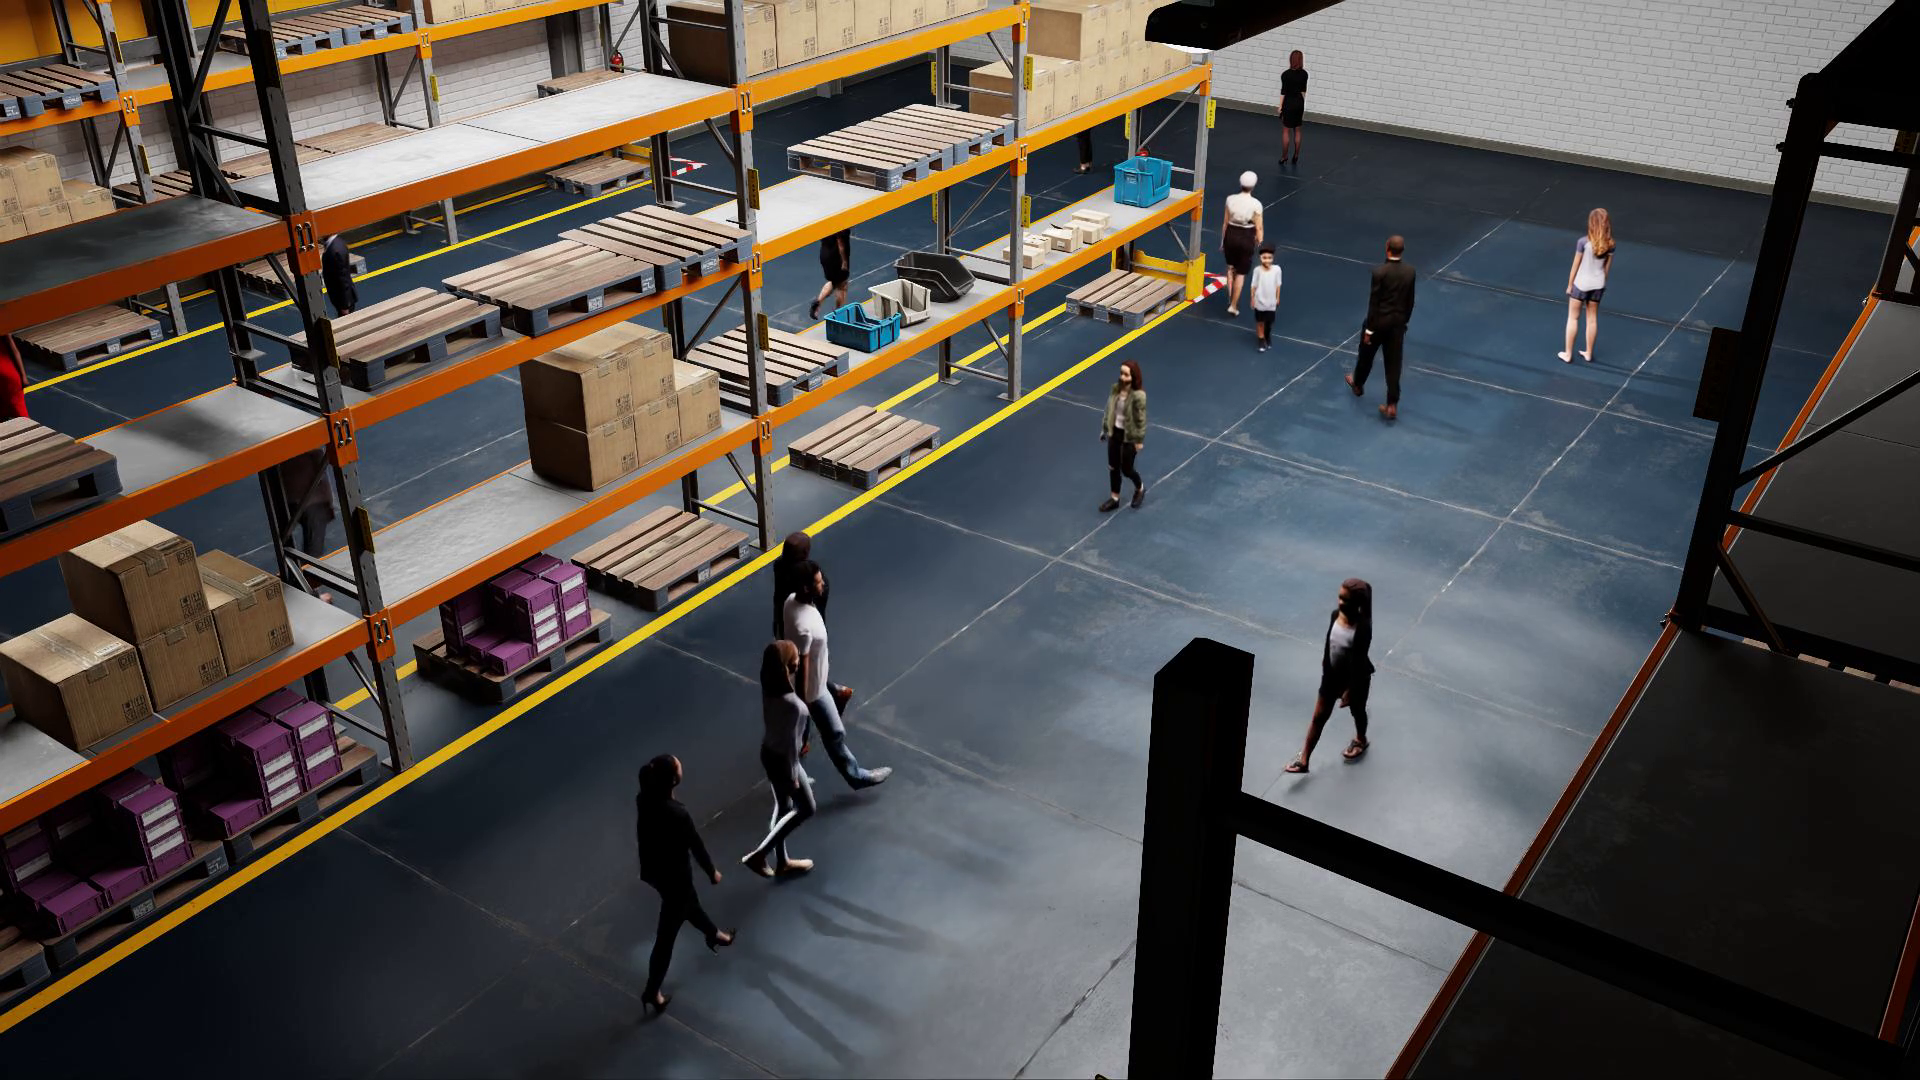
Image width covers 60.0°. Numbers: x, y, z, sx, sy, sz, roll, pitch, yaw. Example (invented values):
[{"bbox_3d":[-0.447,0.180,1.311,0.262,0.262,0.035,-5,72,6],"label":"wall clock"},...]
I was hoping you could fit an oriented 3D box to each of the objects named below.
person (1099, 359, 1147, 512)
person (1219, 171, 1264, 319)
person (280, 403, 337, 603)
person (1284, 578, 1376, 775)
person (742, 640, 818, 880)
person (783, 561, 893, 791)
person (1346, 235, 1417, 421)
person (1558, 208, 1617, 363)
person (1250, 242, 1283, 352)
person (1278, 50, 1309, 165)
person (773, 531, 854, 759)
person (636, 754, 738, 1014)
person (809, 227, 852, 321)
[{"bbox_3d":[1.534,-0.966,15.231,0.746,1.468,0.685,-23,36,-35],"label":"person"},{"bbox_3d":[3.233,-3.417,19.436,0.638,1.743,0.633,18,33,29],"label":"person"},{"bbox_3d":[-5.403,-0.252,13.637,0.718,1.741,0.833,10,30,17],"label":"person"},{"bbox_3d":[2.775,0.946,11.684,1.115,1.508,0.698,-24,36,-36],"label":"person"},{"bbox_3d":[-1.184,1.436,10.498,0.846,1.784,0.751,-17,33,-28],"label":"person"},{"bbox_3d":[-1.123,0.985,11.275,1.169,1.831,1.045,-9,30,-15],"label":"person"},{"bbox_3d":[4.385,-2.133,16.960,1.280,1.860,1.319,-6,29,-10],"label":"person"},{"bbox_3d":[6.928,-2.796,18.318,0.686,1.724,0.733,-3,29,-5],"label":"person"},{"bbox_3d":[3.439,-2.764,18.754,0.570,1.251,0.607,3,29,5],"label":"person"},{"bbox_3d":[5.049,-6.574,25.264,0.637,1.704,0.719,-8,30,-14],"label":"person"},{"bbox_3d":[-1.068,0.720,11.803,1.096,1.791,0.910,-19,34,-30],"label":"person"},{"bbox_3d":[-1.718,2.016,9.550,1.031,1.672,0.694,-25,37,-38],"label":"person"},{"bbox_3d":[-1.503,-3.208,19.094,0.922,1.704,0.829,-16,32,-26],"label":"person"}]
